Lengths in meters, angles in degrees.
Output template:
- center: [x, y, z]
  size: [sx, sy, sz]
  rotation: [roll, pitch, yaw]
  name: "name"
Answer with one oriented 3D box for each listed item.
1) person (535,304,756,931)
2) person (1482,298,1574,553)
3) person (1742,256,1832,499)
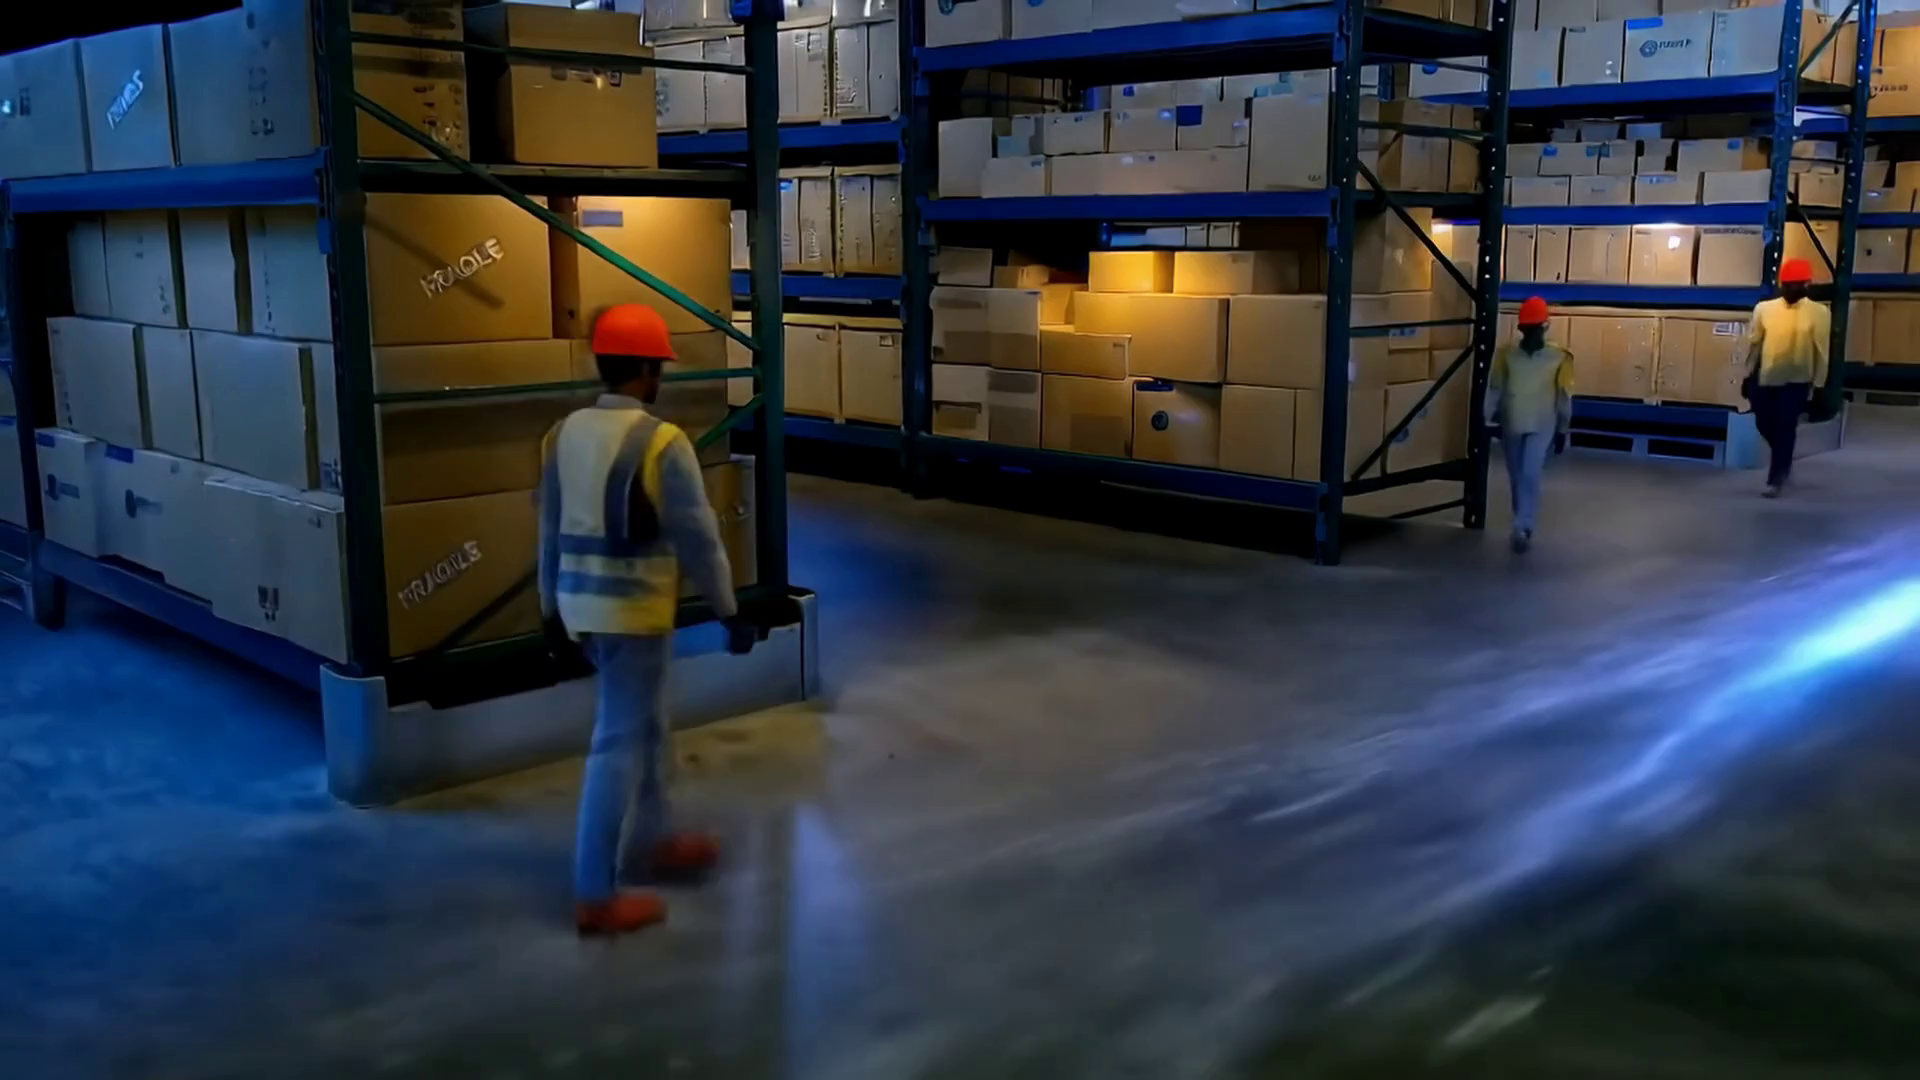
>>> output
- center: [-0.976, 0.218, 5.298]
  size: [0.613, 1.907, 0.883]
  rotation: [9, 14, 42]
  name: "person"
- center: [3.893, -0.802, 11.423]
  size: [0.555, 1.712, 0.902]
  rotation: [7, 12, 32]
  name: "person"
- center: [6.817, -1.345, 13.684]
  size: [0.871, 1.970, 0.617]
  rotation: [-9, 14, -42]
  name: "person"
